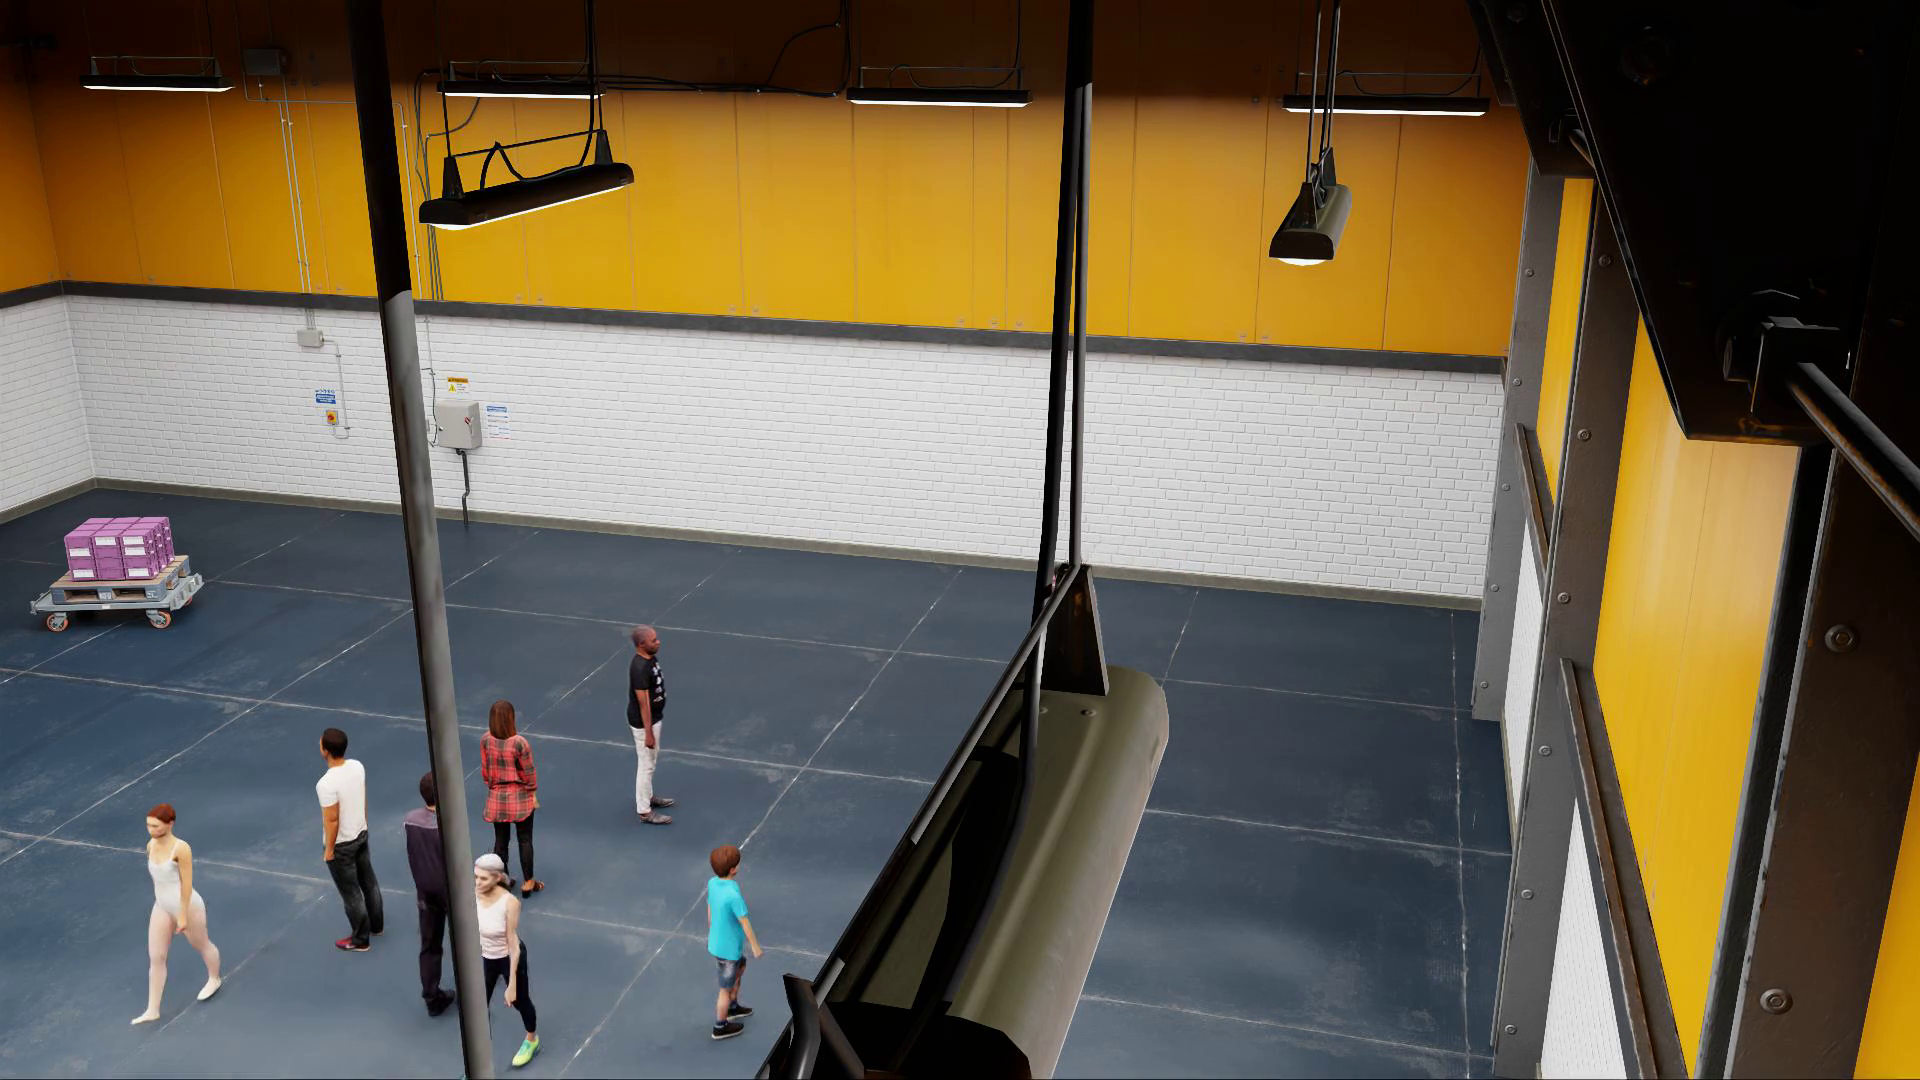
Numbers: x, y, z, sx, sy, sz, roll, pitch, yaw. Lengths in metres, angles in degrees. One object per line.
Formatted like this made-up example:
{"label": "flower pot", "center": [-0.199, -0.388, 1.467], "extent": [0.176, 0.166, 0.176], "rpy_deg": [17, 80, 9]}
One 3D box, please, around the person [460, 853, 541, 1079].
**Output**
{"label": "person", "center": [-3.023, 2.833, 11.205], "extent": [0.720, 1.667, 1.105], "rpy_deg": [8, 20, 21]}

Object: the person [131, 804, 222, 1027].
{"label": "person", "center": [-5.547, 2.610, 11.952], "extent": [0.549, 1.612, 0.937], "rpy_deg": [5, 19, 15]}

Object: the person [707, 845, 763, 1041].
{"label": "person", "center": [-1.691, 2.823, 11.602], "extent": [0.738, 1.433, 0.678], "rpy_deg": [-10, 21, -28]}

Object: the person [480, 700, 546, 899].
{"label": "person", "center": [-3.622, 2.075, 13.398], "extent": [0.605, 1.703, 0.531], "rpy_deg": [5, 19, 14]}

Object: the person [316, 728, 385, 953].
{"label": "person", "center": [-4.664, 2.268, 12.668], "extent": [0.698, 1.803, 0.455], "rpy_deg": [5, 19, 13]}

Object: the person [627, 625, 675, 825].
{"label": "person", "center": [-2.761, 1.596, 14.664], "extent": [0.801, 1.804, 0.642], "rpy_deg": [-1, 19, -4]}
